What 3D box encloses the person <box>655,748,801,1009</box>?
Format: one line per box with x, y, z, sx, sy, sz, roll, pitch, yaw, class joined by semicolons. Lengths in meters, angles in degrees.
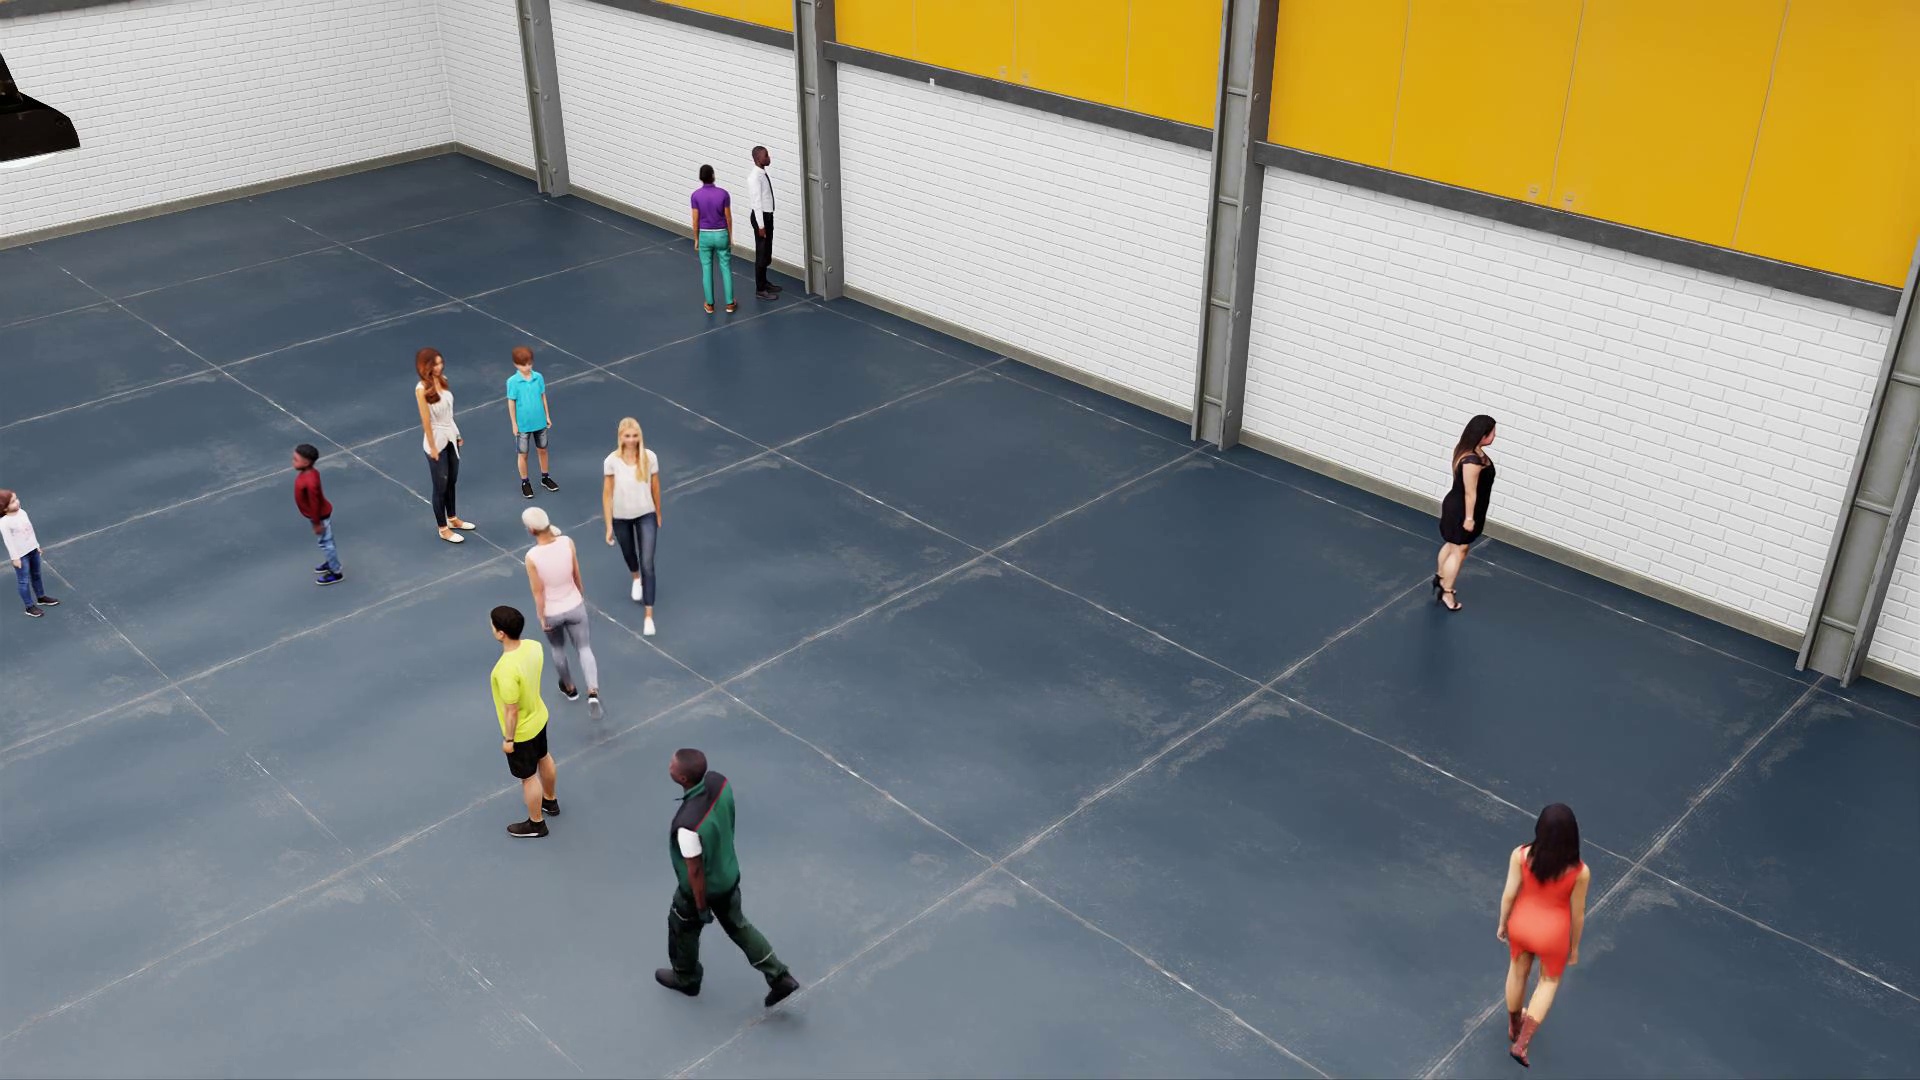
-1.350;1.958;9.461;1.257;1.808;0.965;12;31;20;person

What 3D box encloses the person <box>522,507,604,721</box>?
-2.883;0.558;12.154;0.768;1.688;1.067;-14;32;-24;person

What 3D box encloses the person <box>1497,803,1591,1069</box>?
3.168;2.199;9.124;0.874;1.708;0.817;14;32;24;person

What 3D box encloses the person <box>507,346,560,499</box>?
-4.010;-1.126;15.489;0.549;1.450;0.526;-19;34;-31;person

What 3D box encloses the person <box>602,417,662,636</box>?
-2.643;-0.184;13.445;1.086;1.753;1.262;-4;29;-7;person

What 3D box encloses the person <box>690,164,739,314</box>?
-2.904;-3.553;19.608;0.704;1.767;0.739;-4;29;-7;person

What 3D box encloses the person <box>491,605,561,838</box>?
-2.876;1.178;10.995;0.720;1.709;0.703;6;29;10;person

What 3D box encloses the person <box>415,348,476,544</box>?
-4.582;-0.853;14.641;0.689;1.783;0.676;7;29;12;person

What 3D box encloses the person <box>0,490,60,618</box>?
-7.688;0.079;13.637;0.591;1.107;0.539;5;29;9;person

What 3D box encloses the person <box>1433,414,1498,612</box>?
4.097;-0.229;13.572;0.779;1.712;0.745;5;29;8;person

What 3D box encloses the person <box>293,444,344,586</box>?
-5.421;-0.239;14.070;0.631;1.252;0.533;-10;30;-18;person

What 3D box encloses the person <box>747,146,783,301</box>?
-2.392;-3.846;20.072;0.758;1.837;0.709;1;29;2;person
